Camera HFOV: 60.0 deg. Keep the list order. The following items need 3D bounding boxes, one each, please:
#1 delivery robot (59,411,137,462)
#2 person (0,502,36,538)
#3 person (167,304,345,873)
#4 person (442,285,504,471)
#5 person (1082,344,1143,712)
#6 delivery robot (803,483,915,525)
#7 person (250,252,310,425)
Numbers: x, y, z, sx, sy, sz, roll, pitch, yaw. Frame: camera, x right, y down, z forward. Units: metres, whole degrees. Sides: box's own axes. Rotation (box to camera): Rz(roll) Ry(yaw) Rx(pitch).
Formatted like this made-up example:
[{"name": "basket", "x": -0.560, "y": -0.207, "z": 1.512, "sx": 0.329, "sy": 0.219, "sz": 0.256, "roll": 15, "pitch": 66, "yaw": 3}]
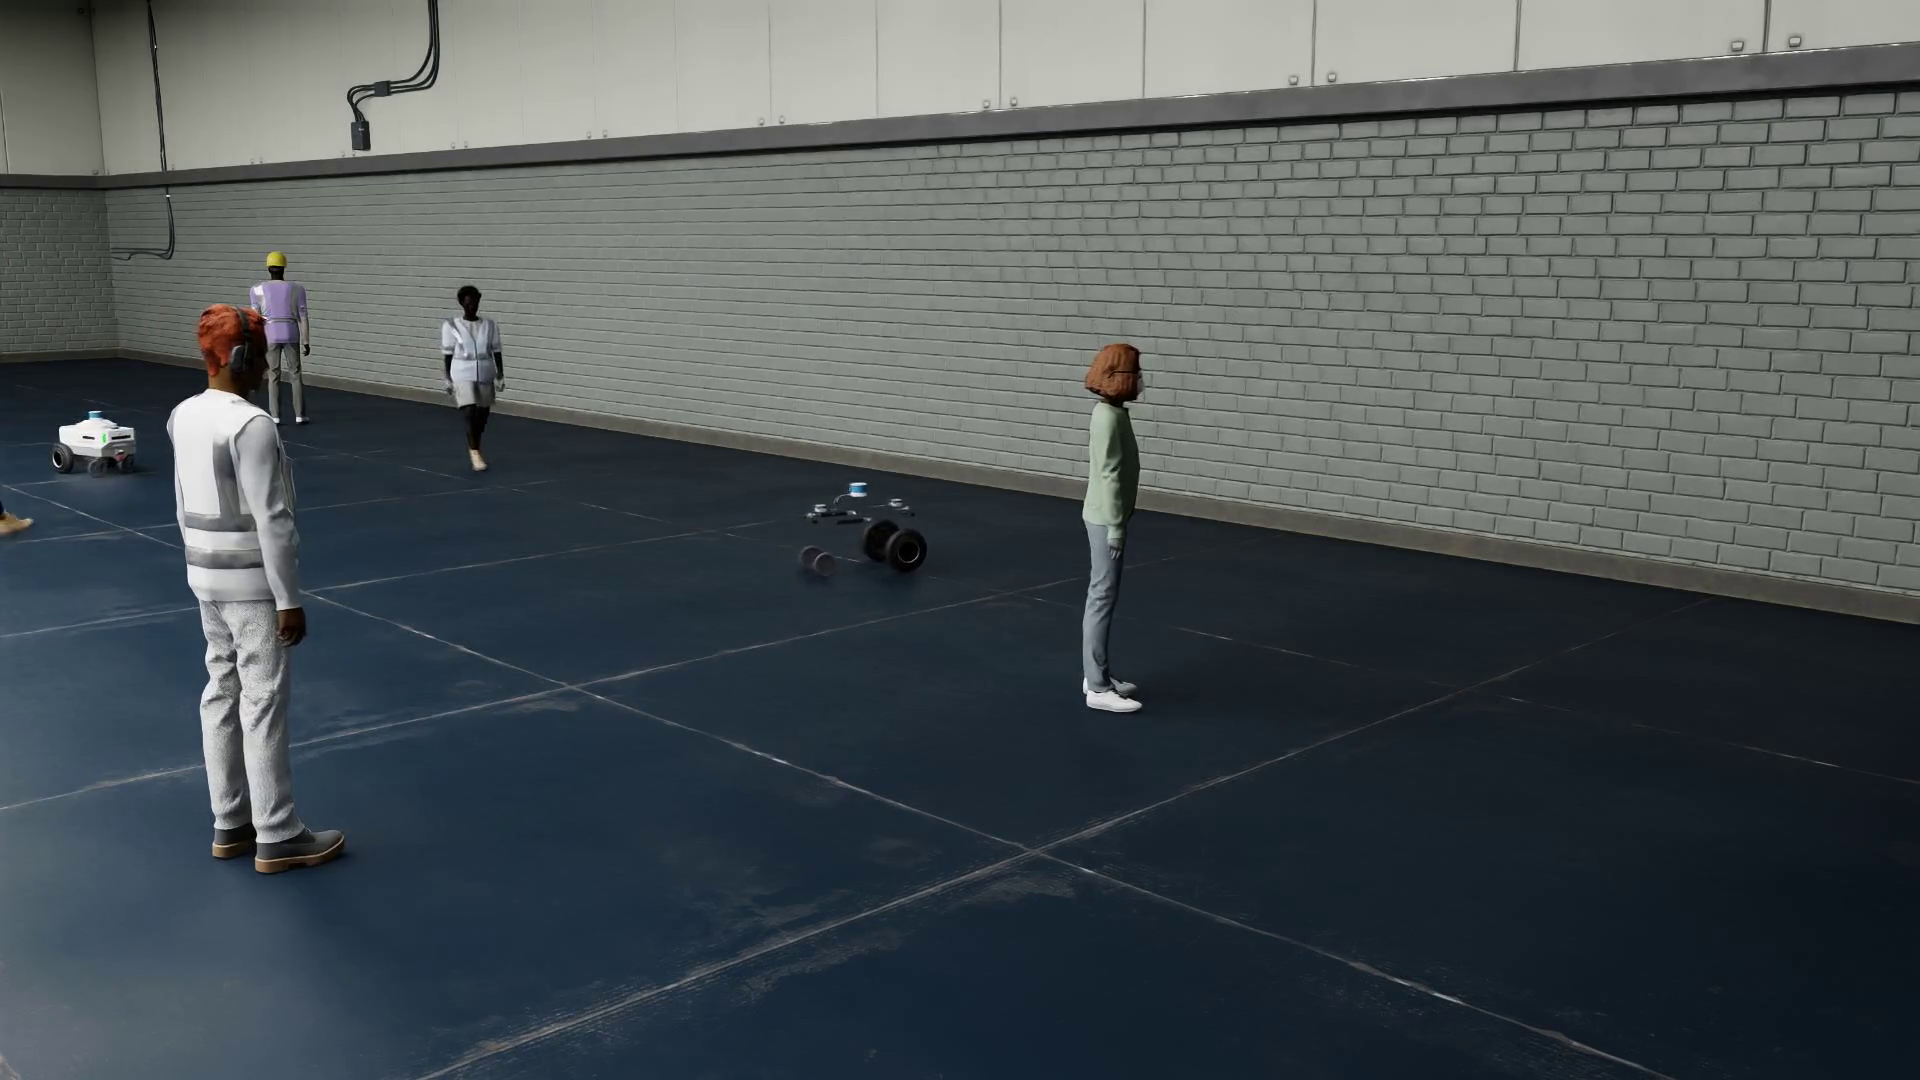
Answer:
[{"name": "delivery robot", "x": -7.738, "y": -0.914, "z": 14.924, "sx": 0.707, "sy": 0.478, "sz": 0.477, "roll": 6, "pitch": 12, "yaw": 30}, {"name": "person", "x": -6.998, "y": -0.794, "z": 11.456, "sx": 0.530, "sy": 1.642, "sz": 0.918, "roll": 7, "pitch": 13, "yaw": 35}, {"name": "person", "x": -2.387, "y": 0.160, "z": 5.578, "sx": 0.574, "sy": 1.886, "sz": 0.356, "roll": 8, "pitch": 13, "yaw": 37}, {"name": "person", "x": -4.468, "y": -1.502, "z": 15.241, "sx": 0.536, "sy": 1.671, "sz": 0.787, "roll": -6, "pitch": 12, "yaw": -30}, {"name": "person", "x": 0.690, "y": -0.065, "z": 7.488, "sx": 0.278, "sy": 1.634, "sz": 0.499, "roll": 1, "pitch": 10, "yaw": 4}, {"name": "delivery robot", "x": -0.640, "y": -0.248, "z": 10.588, "sx": 0.698, "sy": 0.223, "sz": 0.335, "roll": -5, "pitch": 12, "yaw": -25}, {"name": "person", "x": -7.603, "y": -2.255, "z": 18.634, "sx": 0.594, "sy": 1.926, "sz": 0.368, "roll": -4, "pitch": 11, "yaw": -22}]
